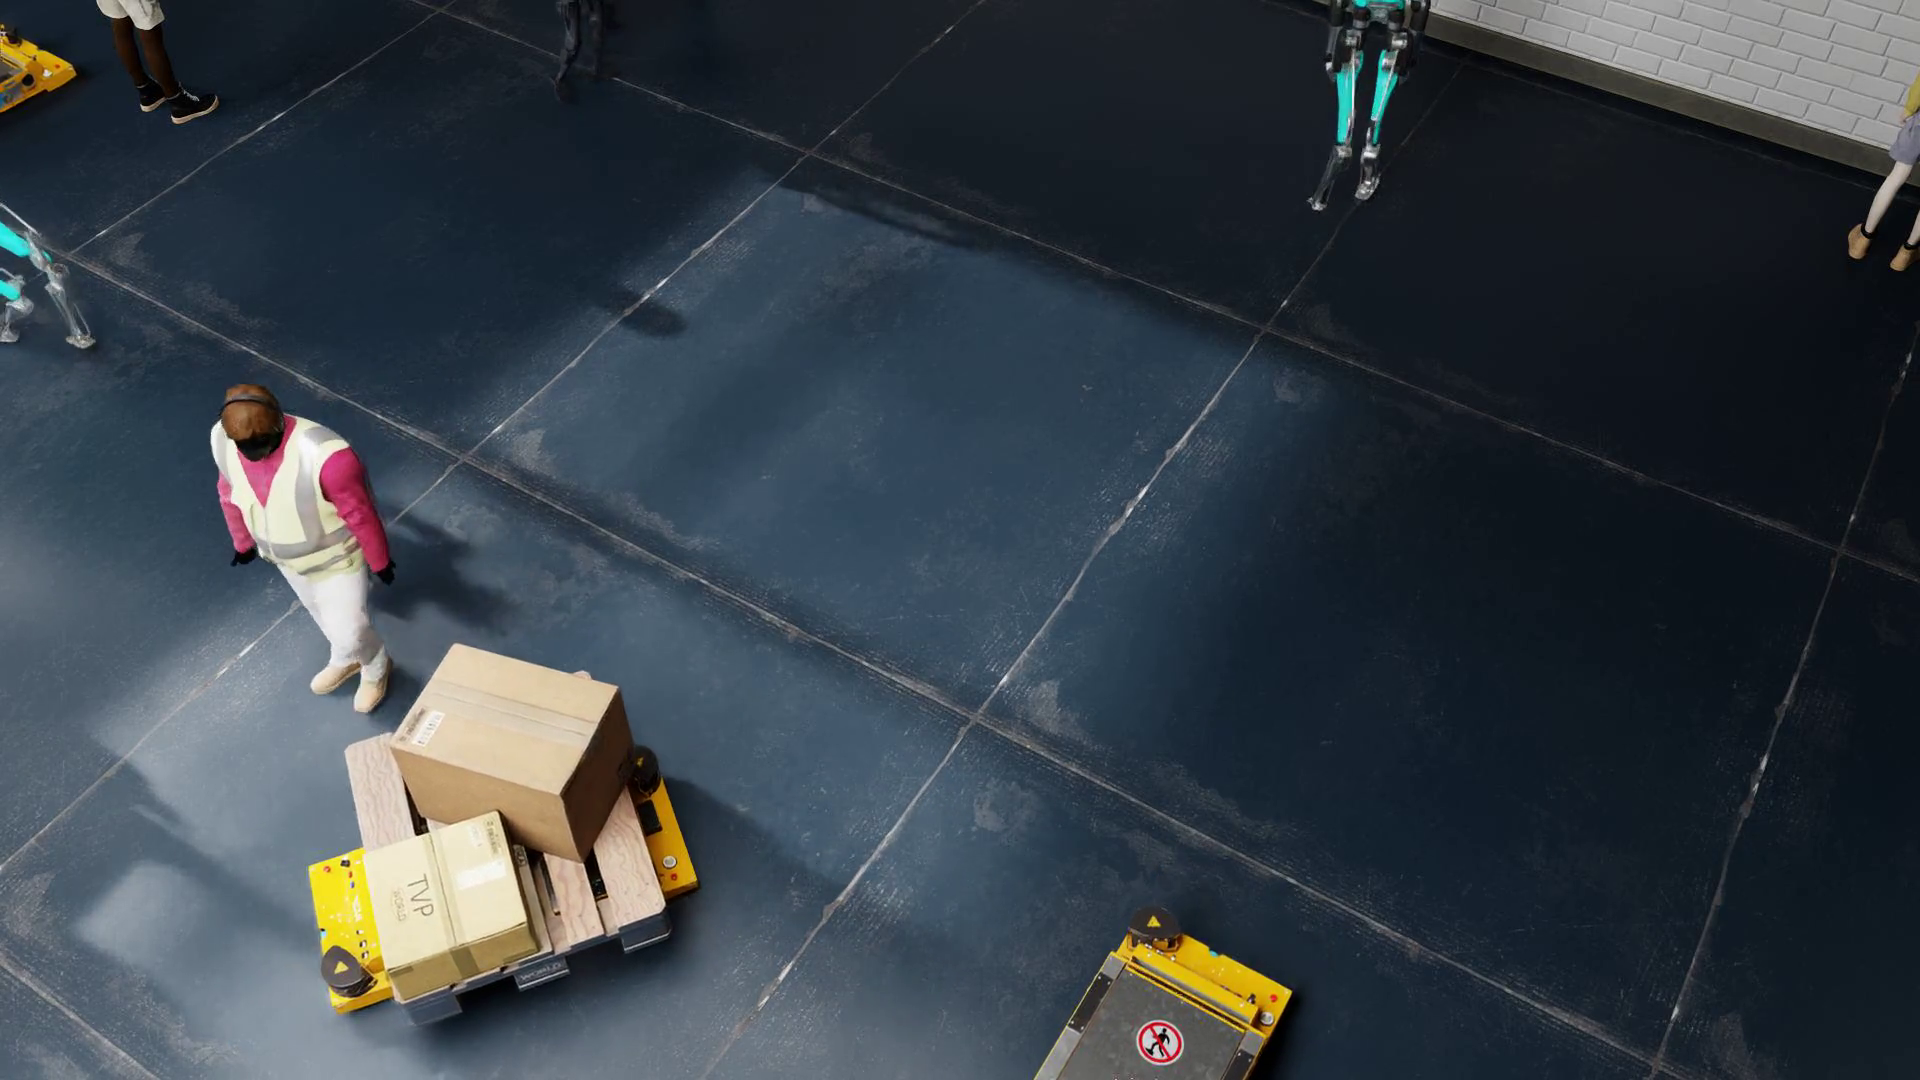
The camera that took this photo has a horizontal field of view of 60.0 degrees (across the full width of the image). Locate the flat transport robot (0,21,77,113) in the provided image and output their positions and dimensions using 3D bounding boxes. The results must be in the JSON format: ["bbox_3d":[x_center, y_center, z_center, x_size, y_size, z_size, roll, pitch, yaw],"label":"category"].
[{"bbox_3d":[-6.235,-2.677,10.156,0.659,0.231,1.431,28,54,22],"label":"flat transport robot"}]

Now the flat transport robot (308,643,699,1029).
[{"bbox_3d":[-1.834,1.328,6.655,1.431,0.231,0.659,-17,51,-15],"label":"flat transport robot"}]

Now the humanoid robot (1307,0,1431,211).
[{"bbox_3d":[2.245,-2.531,9.058,0.534,1.785,0.789,4,49,4],"label":"humanoid robot"}]

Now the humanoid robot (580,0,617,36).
[{"bbox_3d":[-2.421,-3.946,10.341,0.364,1.643,0.608,-19,51,-16],"label":"humanoid robot"}]

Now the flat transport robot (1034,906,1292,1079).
[{"bbox_3d":[0.616,2.045,6.028,0.659,0.231,1.431,25,53,20],"label":"flat transport robot"}]

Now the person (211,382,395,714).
[{"bbox_3d":[-2.633,0.046,6.740,0.690,1.827,0.485,16,51,14],"label":"person"}]

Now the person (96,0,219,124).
[{"bbox_3d":[-4.878,-3.329,9.599,0.601,1.966,0.368,25,53,20],"label":"person"}]

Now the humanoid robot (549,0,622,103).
[{"bbox_3d":[-2.299,-3.416,9.870,0.417,1.647,0.614,16,51,14],"label":"humanoid robot"}]

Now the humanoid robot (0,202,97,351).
[{"bbox_3d":[-4.809,-1.530,8.186,0.881,1.753,0.557,15,51,13],"label":"humanoid robot"}]

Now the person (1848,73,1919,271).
[{"bbox_3d":[5.183,-2.229,8.689,0.470,1.891,0.385,25,53,20],"label":"person"}]
